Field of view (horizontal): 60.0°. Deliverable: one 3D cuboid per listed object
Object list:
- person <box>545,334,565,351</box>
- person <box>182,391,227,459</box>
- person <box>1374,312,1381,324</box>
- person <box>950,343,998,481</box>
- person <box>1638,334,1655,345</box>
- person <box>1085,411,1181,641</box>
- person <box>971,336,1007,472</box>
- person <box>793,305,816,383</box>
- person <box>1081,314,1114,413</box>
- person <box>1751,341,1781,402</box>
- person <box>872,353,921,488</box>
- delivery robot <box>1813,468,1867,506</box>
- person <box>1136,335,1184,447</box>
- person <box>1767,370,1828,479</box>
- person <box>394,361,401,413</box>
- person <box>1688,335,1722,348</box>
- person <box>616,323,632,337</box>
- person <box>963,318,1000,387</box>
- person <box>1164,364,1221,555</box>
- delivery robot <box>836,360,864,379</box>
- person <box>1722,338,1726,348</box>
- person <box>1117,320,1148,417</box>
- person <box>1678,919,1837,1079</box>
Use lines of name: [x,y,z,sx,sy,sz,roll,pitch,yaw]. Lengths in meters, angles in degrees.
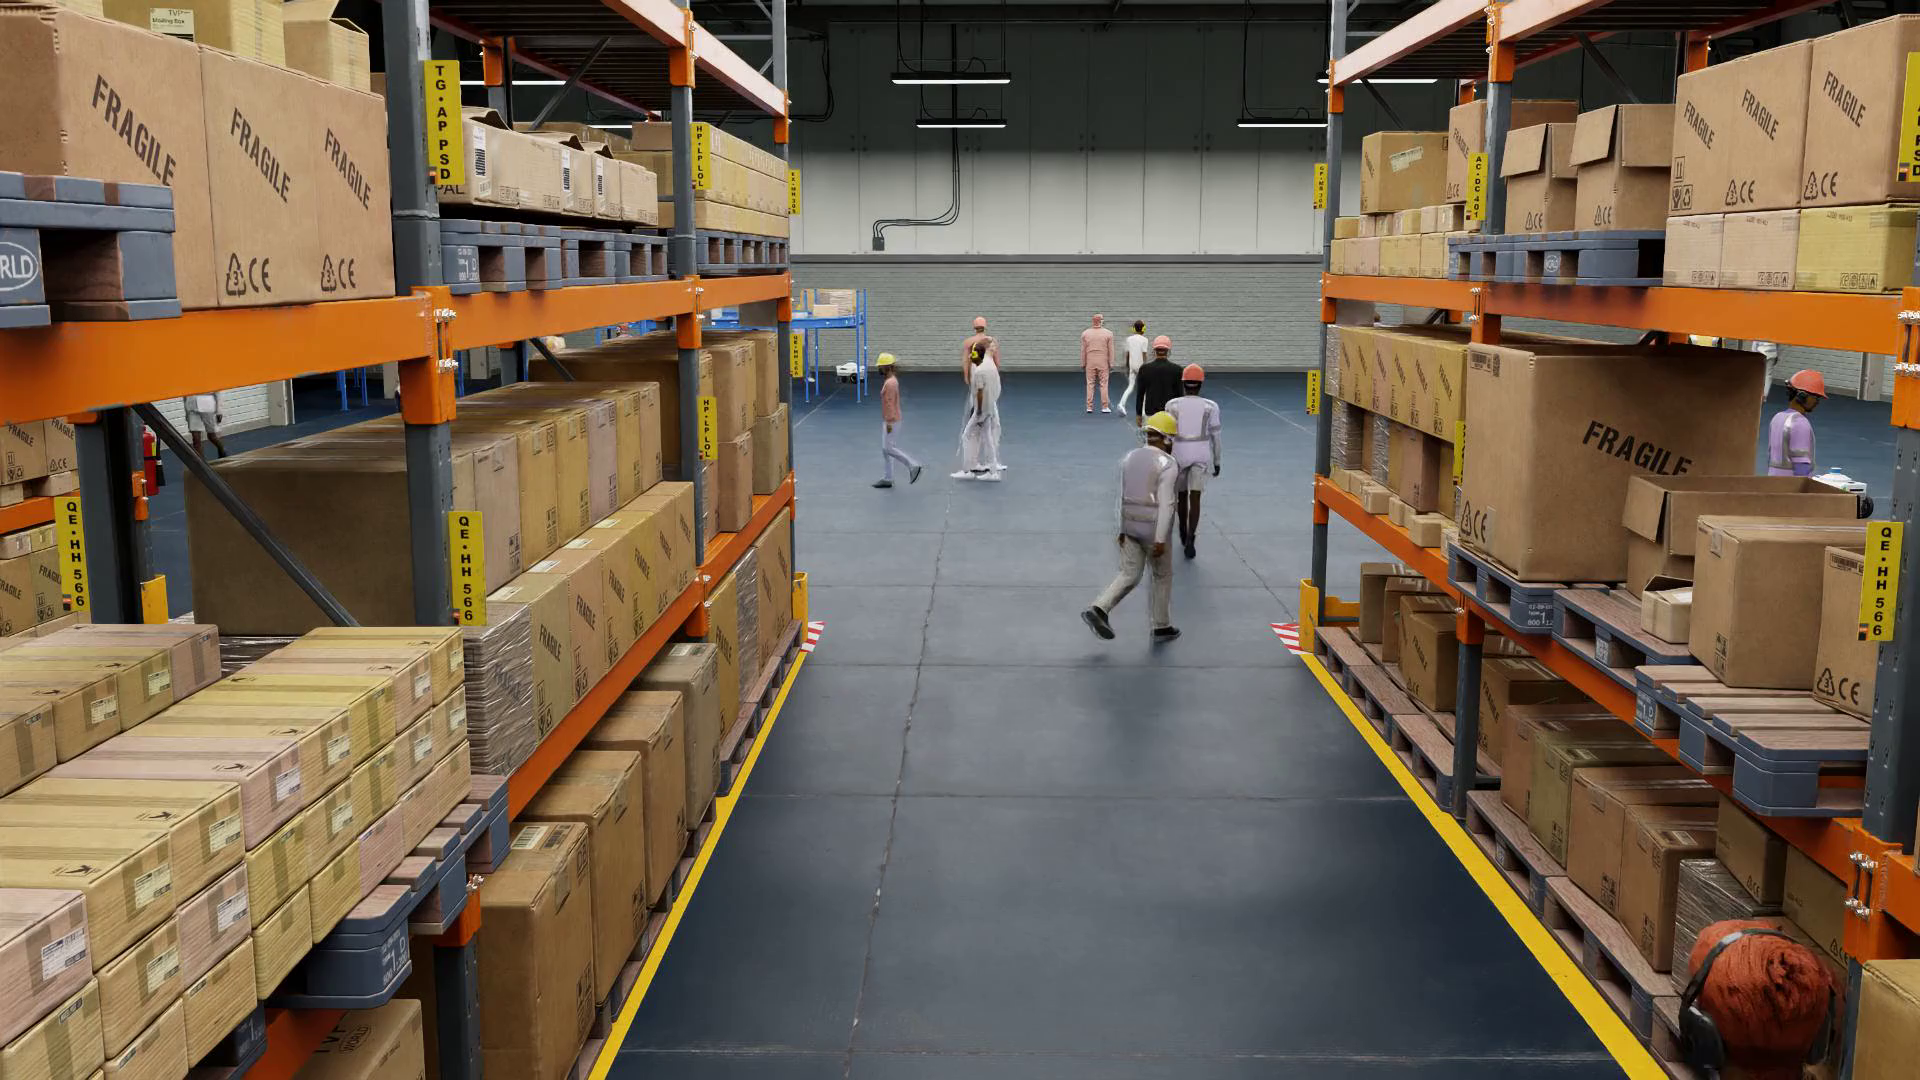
person: [-7.506,-3.189,30.964,1.074,1.871,0.556,2,10,9]
person: [-10.235,-1.799,22.531,0.542,1.916,0.746,0,9,-2]
person: [9.096,-4.107,36.597,0.642,1.823,0.538,1,10,5]
person: [0.181,-1.712,22.244,0.771,1.831,0.486,4,10,23]
person: [9.860,-2.023,23.960,0.551,1.883,1.053,3,10,16]
person: [1.343,-0.085,12.675,0.810,1.785,0.599,-7,12,-37]
person: [0.362,-1.892,23.196,0.614,1.872,0.682,-3,10,-17]
person: [-3.932,-4.790,40.473,0.869,1.902,0.603,5,11,28]
person: [2.668,-3.412,32.195,0.645,1.905,0.400,3,10,15]
person: [16.809,-3.858,34.781,0.657,1.928,0.619,0,9,-2]
person: [-0.841,-1.541,21.448,0.547,1.744,0.540,-1,9,-3]
delivery robot: [10.076,-0.590,19.166,0.477,0.478,0.707,-2,10,-12]
person: [2.568,-1.640,21.377,0.624,1.975,0.592,3,10,16]
person: [6.813,-0.372,13.600,0.396,2.033,0.605,1,10,6]
person: [-6.141,-1.174,18.872,0.959,1.881,0.592,4,10,24]
person: [14.451,-3.396,32.283,0.627,1.844,0.429,5,11,28]
person: [-5.803,-2.822,28.649,0.409,1.907,0.650,4,10,25]
person: [0.381,-2.909,29.091,0.617,1.940,1.040,2,10,11]
person: [2.342,-0.830,16.788,0.571,1.879,1.008,2,10,10]
delivery robot: [-2.641,-4.121,40.321,0.707,0.478,0.477,5,11,27]
person: [16.564,-4.101,36.654,0.559,1.794,0.972,4,10,21]
person: [3.311,-3.248,31.463,0.529,1.832,0.879,8,12,40]
person: [1.268,1.527,2.713,0.608,1.866,0.435,0,9,-1]
